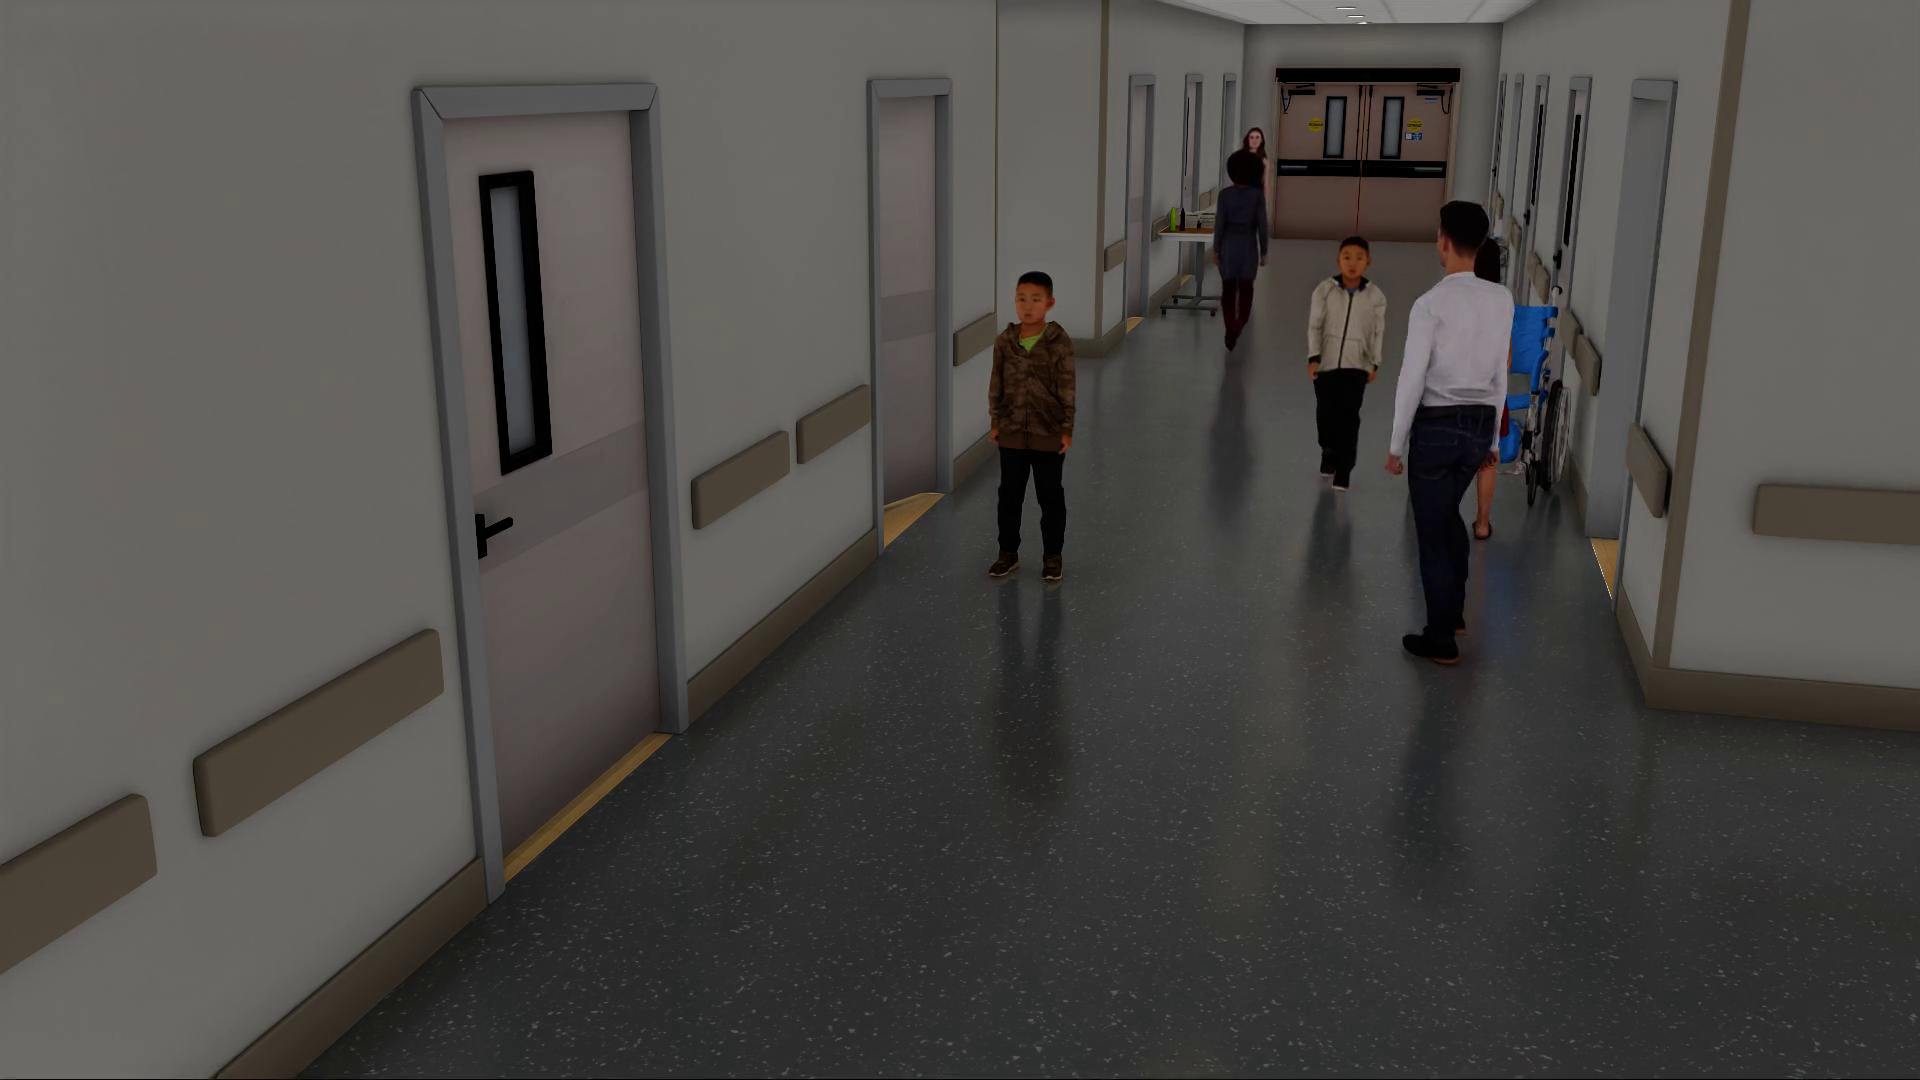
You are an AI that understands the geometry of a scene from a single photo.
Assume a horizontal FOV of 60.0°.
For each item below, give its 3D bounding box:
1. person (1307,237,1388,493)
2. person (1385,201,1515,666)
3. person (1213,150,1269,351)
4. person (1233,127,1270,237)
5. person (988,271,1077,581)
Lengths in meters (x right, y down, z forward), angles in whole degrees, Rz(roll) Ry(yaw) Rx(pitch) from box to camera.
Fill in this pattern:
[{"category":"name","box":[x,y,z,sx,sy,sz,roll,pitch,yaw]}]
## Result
[{"category":"person","box":[2.190,-1.014,9.598,0.572,1.426,0.949,4,16,13]},{"category":"person","box":[2.002,-0.390,6.584,0.771,1.860,0.817,-6,17,-21]},{"category":"person","box":[2.342,-2.377,13.955,0.618,1.686,1.058,3,16,11]},{"category":"person","box":[3.282,-3.784,18.870,0.570,1.726,1.028,4,16,13]},{"category":"person","box":[0.344,-0.541,7.867,0.572,1.455,0.551,4,16,14]}]
